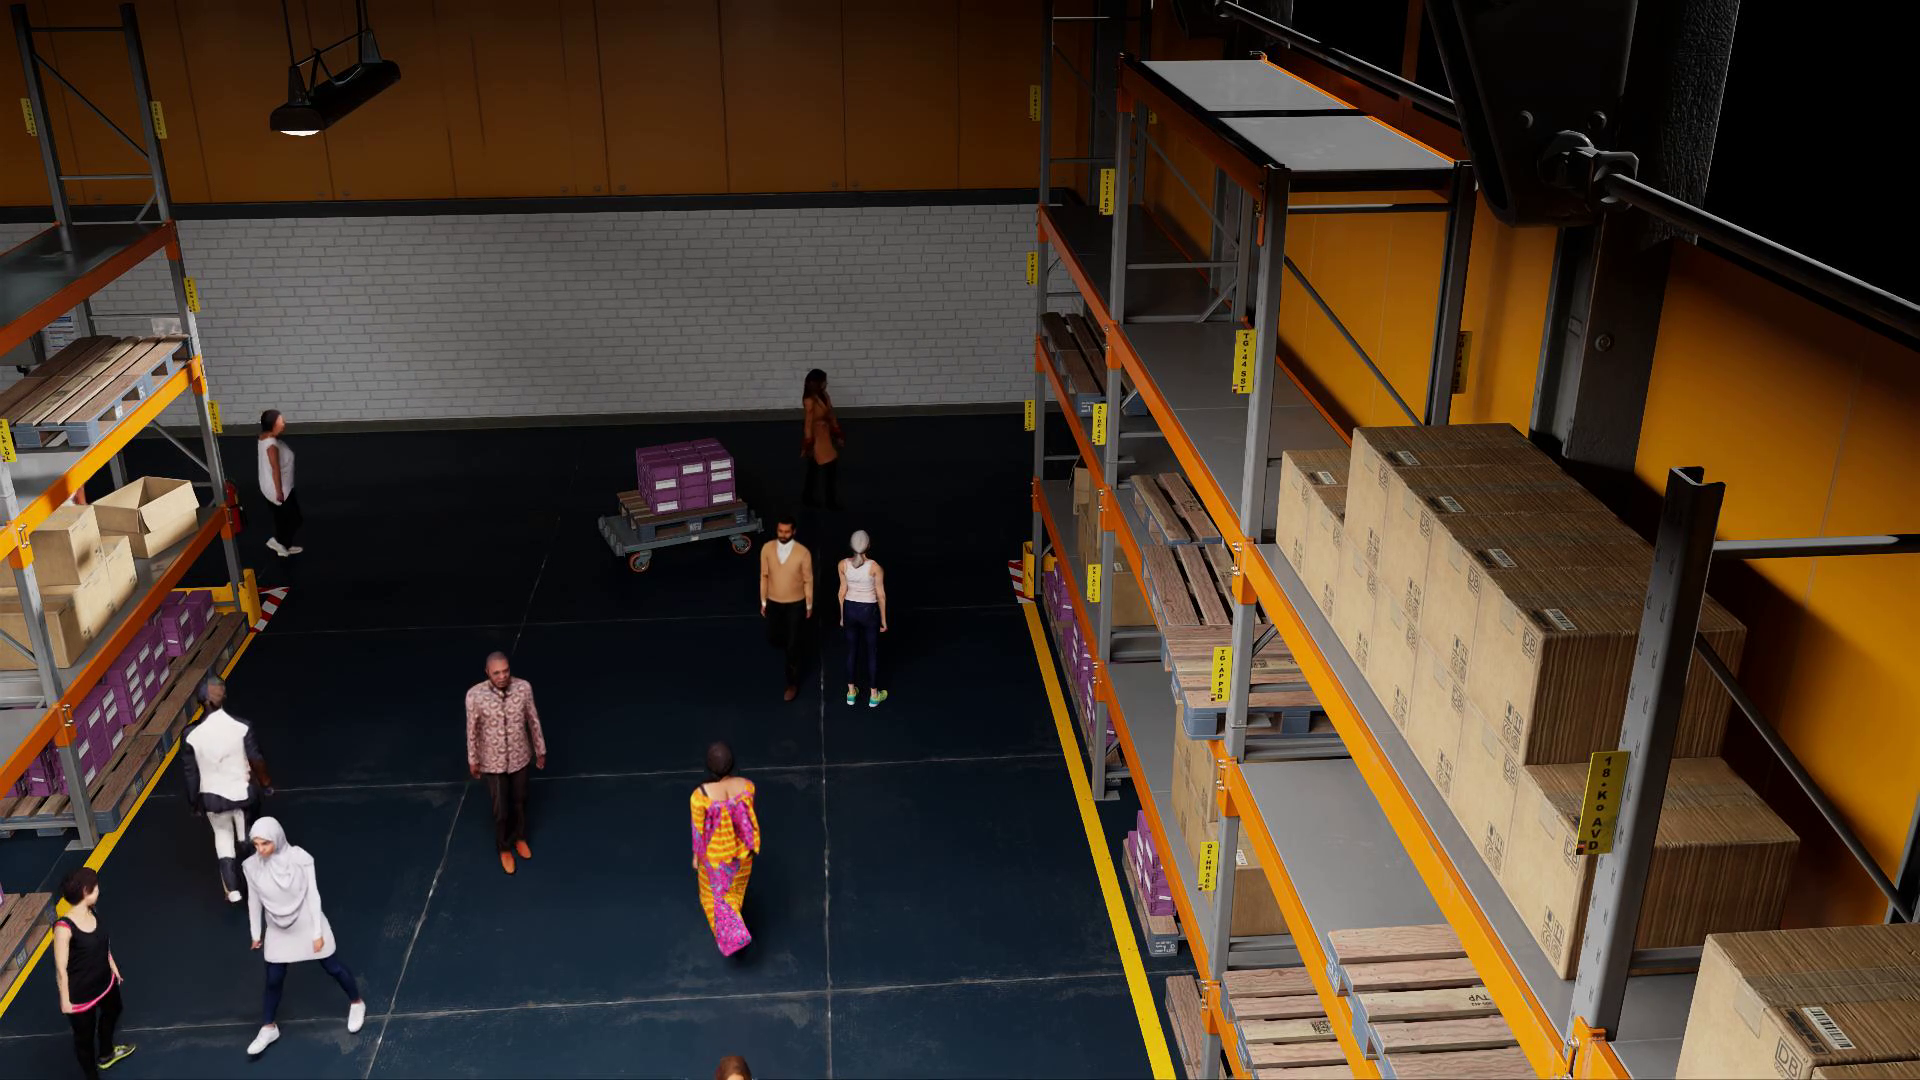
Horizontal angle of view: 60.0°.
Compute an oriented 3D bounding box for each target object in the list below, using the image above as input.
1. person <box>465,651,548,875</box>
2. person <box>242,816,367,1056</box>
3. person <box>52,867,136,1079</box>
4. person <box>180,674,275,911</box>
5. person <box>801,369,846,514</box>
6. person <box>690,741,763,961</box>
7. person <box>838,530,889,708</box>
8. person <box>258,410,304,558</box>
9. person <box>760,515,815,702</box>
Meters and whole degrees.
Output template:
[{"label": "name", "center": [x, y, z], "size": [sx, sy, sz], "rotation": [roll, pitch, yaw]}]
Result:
[{"label": "person", "center": [-3.519, 1.629, 12.798], "size": [0.853, 1.791, 0.868], "rotation": [-14, 27, -28]}, {"label": "person", "center": [-4.348, 2.533, 10.795], "size": [0.834, 1.738, 0.740], "rotation": [-1, 24, -3]}, {"label": "person", "center": [-5.527, 2.810, 10.438], "size": [0.822, 1.517, 0.534], "rotation": [8, 25, 18]}, {"label": "person", "center": [-5.291, 1.904, 12.061], "size": [0.768, 1.877, 0.715], "rotation": [-7, 25, -15]}, {"label": "person", "center": [-1.729, -1.156, 19.279], "size": [0.904, 1.703, 0.877], "rotation": [8, 25, 17]}, {"label": "person", "center": [-1.652, 2.178, 11.688], "size": [0.928, 1.674, 1.098], "rotation": [-14, 27, -29]}, {"label": "person", "center": [-0.893, 0.700, 15.035], "size": [0.669, 1.701, 0.641], "rotation": [6, 24, 14]}, {"label": "person", "center": [-7.421, -0.582, 17.995], "size": [0.870, 1.678, 0.773], "rotation": [-15, 28, -30]}, {"label": "person", "center": [-1.578, 0.563, 15.307], "size": [0.875, 1.734, 1.078], "rotation": [6, 24, 14]}]
